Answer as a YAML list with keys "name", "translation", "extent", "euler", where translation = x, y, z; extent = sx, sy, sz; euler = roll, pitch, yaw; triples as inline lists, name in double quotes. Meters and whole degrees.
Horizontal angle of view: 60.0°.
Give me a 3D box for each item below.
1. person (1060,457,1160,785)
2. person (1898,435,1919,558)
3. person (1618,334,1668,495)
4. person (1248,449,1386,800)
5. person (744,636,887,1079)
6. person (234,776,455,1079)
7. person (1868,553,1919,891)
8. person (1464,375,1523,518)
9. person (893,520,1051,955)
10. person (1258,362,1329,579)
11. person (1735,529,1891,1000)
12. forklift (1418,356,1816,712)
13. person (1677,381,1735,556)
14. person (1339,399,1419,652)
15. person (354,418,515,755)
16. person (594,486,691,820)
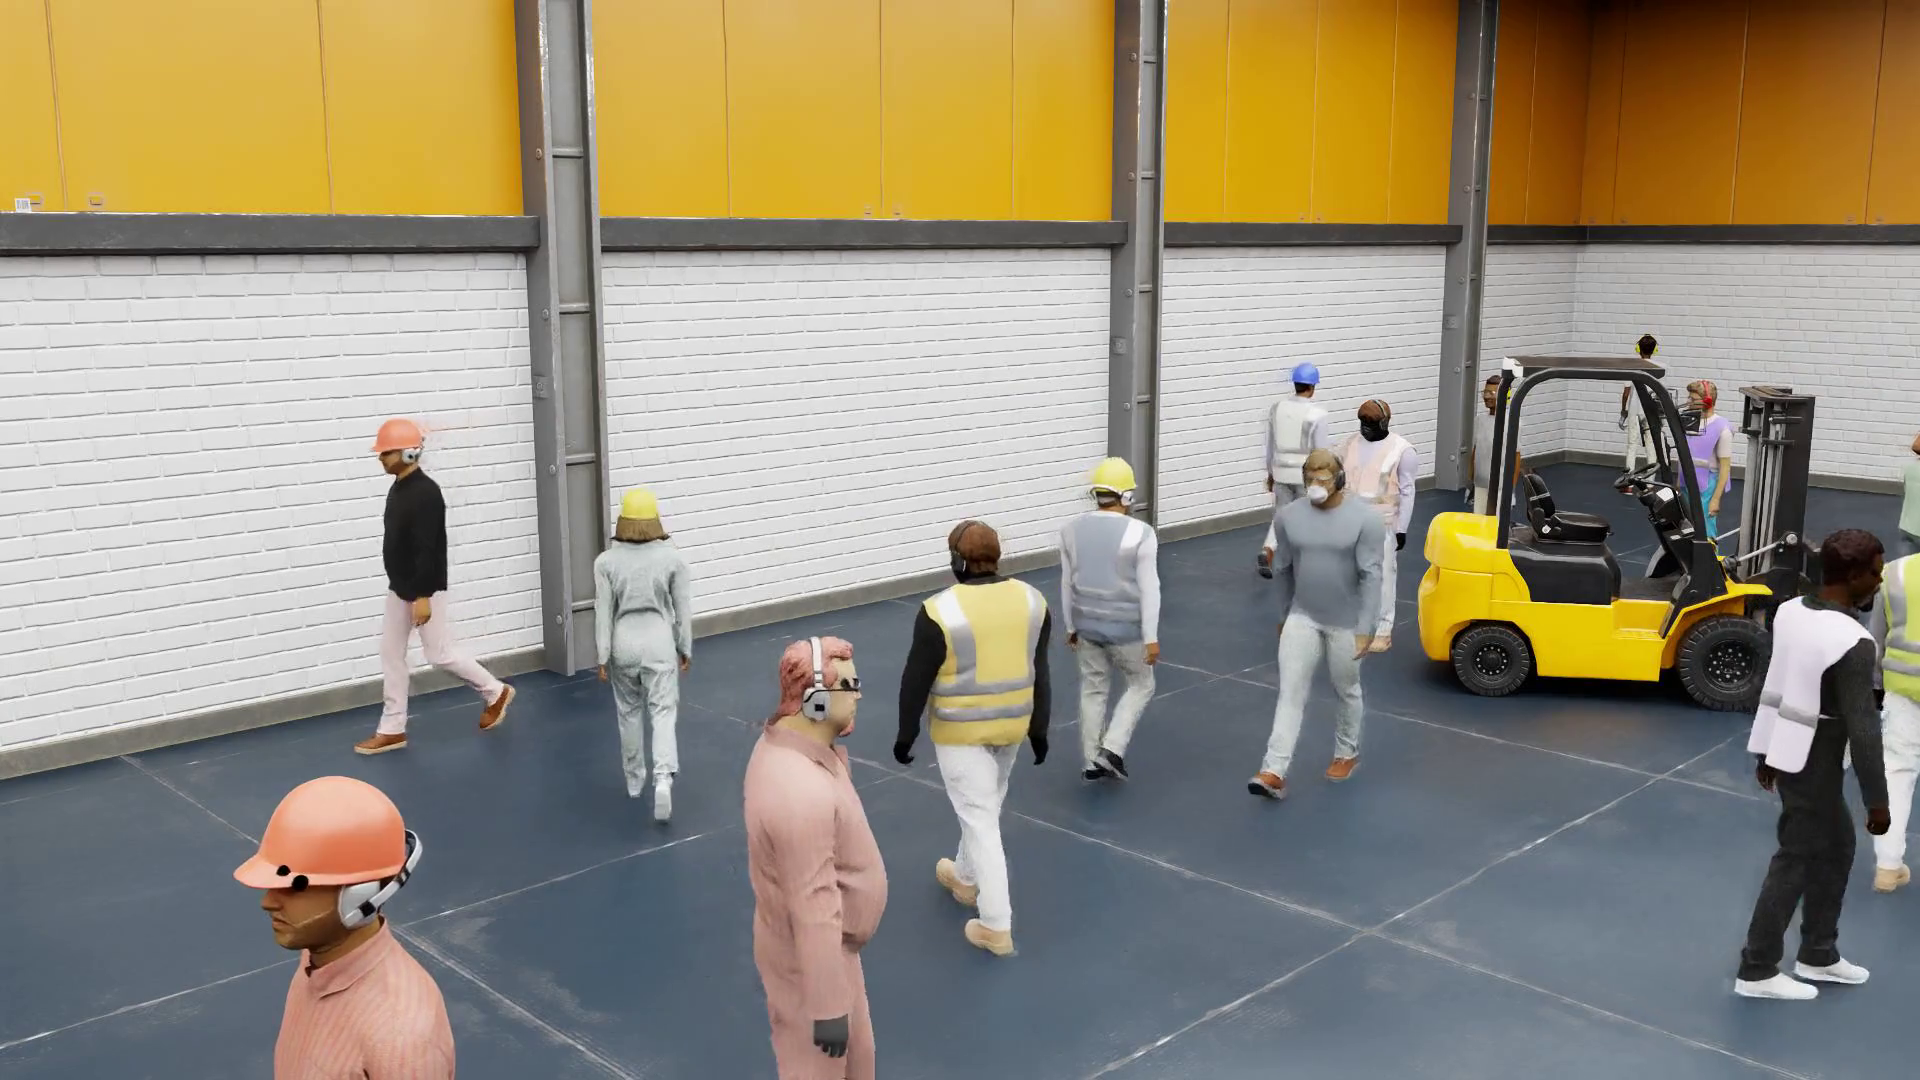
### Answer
- name: "person"
  translation: [0.828, 0.457, 9.056]
  extent: [0.619, 1.815, 0.422]
  euler: [7, 13, 34]
- name: "person"
  translation: [7.211, -0.045, 12.323]
  extent: [0.525, 1.617, 0.513]
  euler: [0, 10, -2]
- name: "person"
  translation: [7.931, -1.453, 19.332]
  extent: [0.512, 1.872, 0.328]
  euler: [2, 11, 8]
- name: "person"
  translation: [1.918, 0.458, 8.877]
  extent: [0.652, 1.876, 1.057]
  euler: [6, 12, 30]
- name: "person"
  translation: [-0.480, 1.201, 4.808]
  extent: [0.791, 1.883, 0.657]
  euler: [-1, 10, -6]
- name: "person"
  translation: [-1.175, 1.425, 3.291]
  extent: [0.374, 1.997, 0.613]
  euler: [-8, 13, -38]
- name: "person"
  translation: [4.593, 0.702, 7.798]
  extent: [0.648, 1.785, 0.987]
  euler: [10, 14, 42]
- name: "person"
  translation: [4.378, -0.427, 13.726]
  extent: [0.328, 1.876, 0.515]
  euler: [-7, 12, -32]
- name: "person"
  translation: [0.014, 0.803, 7.190]
  extent: [0.648, 1.801, 0.892]
  euler: [-6, 12, -32]
- name: "person"
  translation: [2.867, -0.557, 14.275]
  extent: [0.627, 1.934, 0.602]
  euler: [10, 14, 43]
- name: "person"
  translation: [3.428, 0.891, 6.494]
  extent: [0.733, 1.891, 0.631]
  euler: [1, 10, 3]
- name: "forklift"
  translation: [4.276, -0.101, 11.076]
  extent: [2.313, 2.155, 1.214]
  euler: [2, 11, 13]
- name: "person"
  translation: [6.057, -0.383, 13.589]
  extent: [0.388, 1.837, 0.563]
  euler: [-2, 11, -11]
- name: "person"
  translation: [2.978, -0.107, 12.094]
  extent: [0.621, 1.837, 0.429]
  euler: [9, 14, 42]
- name: "person"
  translation: [-3.119, 0.251, 9.782]
  extent: [0.887, 1.969, 0.608]
  euler: [-9, 14, -42]
- name: "person"
  translation: [-1.649, 0.581, 8.682]
  extent: [0.491, 1.718, 0.785]
  euler: [-2, 11, -10]
